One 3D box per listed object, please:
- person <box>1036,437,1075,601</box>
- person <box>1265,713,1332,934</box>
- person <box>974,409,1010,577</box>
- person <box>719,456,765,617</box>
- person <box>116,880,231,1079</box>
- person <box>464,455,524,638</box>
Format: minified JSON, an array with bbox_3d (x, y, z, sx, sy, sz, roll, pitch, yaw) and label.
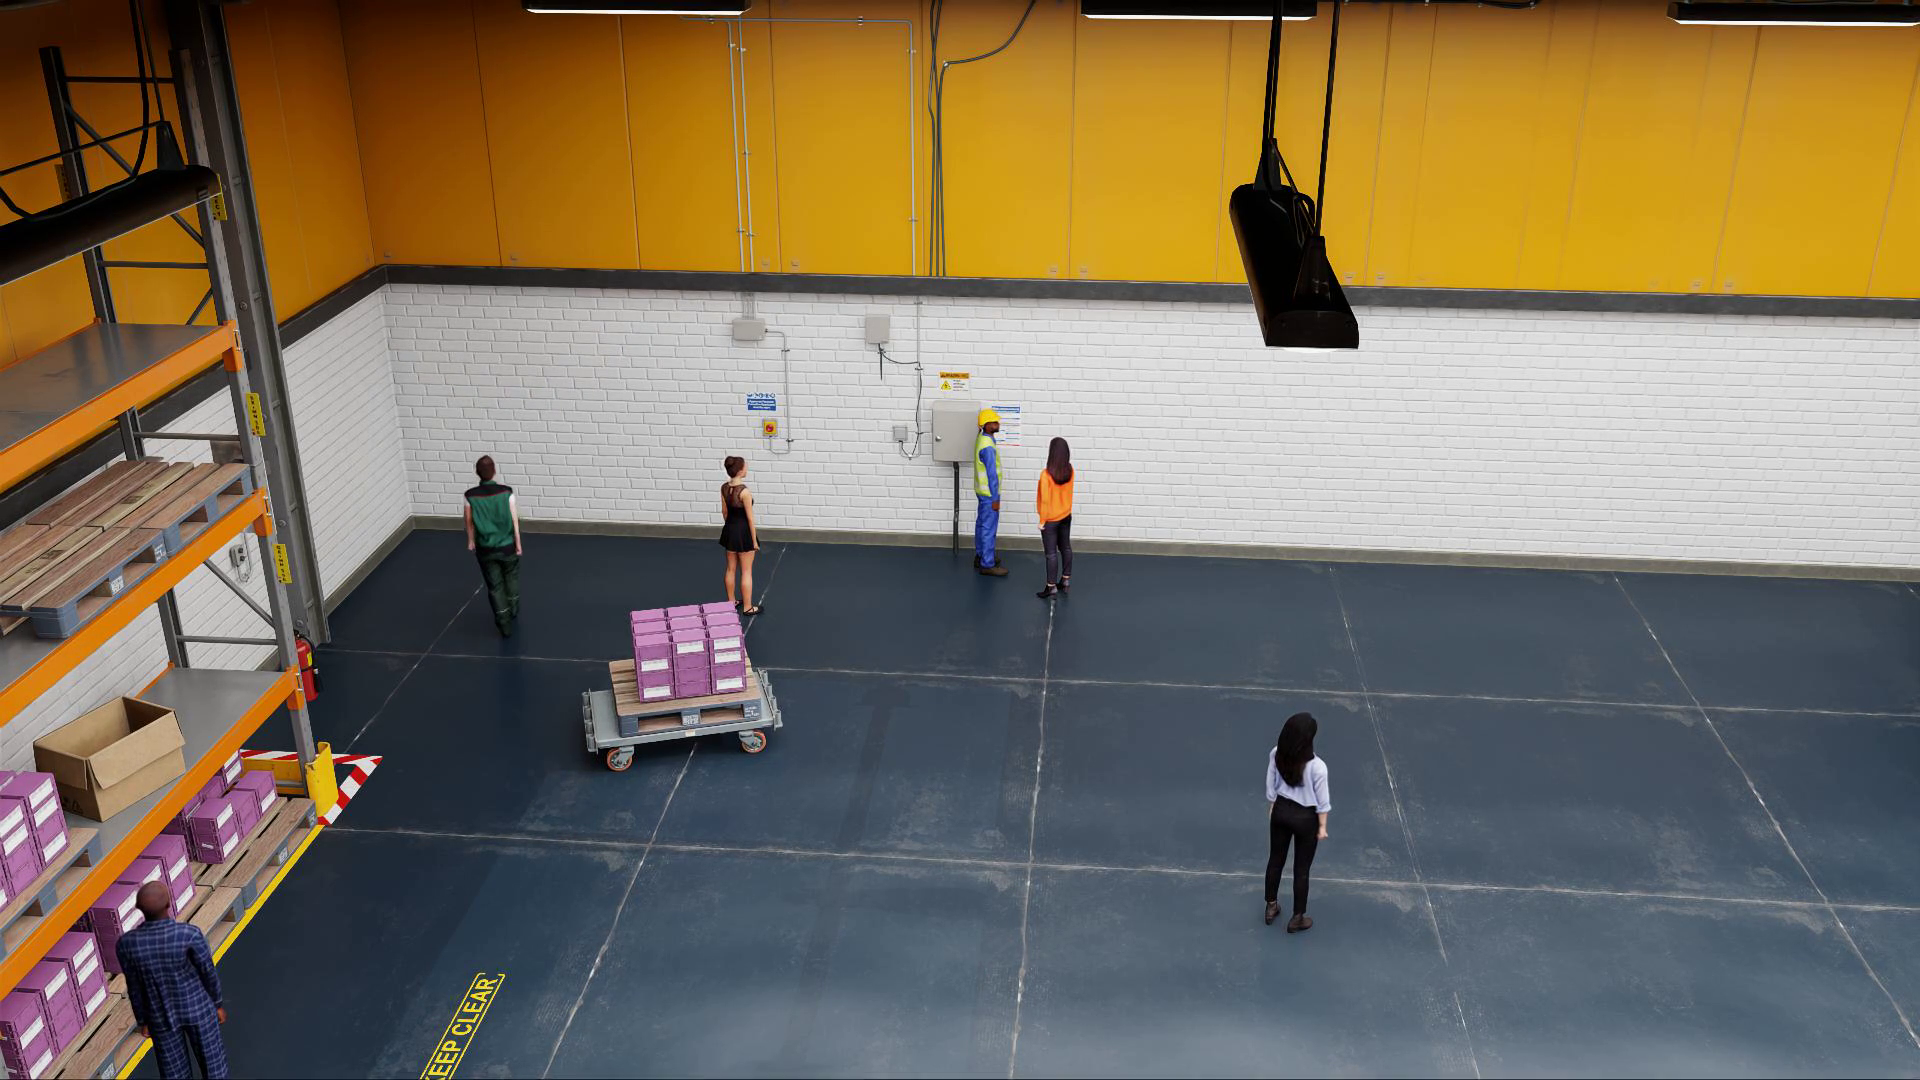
[{"bbox_3d":[0.987,-0.232,16.949,0.691,1.748,0.767,-21,31,-40],"label":"person"},{"bbox_3d":[2.380,2.002,11.845,0.732,1.744,0.750,18,29,35],"label":"person"},{"bbox_3d":[0.299,-0.525,17.540,0.777,1.813,0.608,-4,24,-8],"label":"person"},{"bbox_3d":[-2.215,-0.059,16.647,0.679,1.674,0.719,18,29,35],"label":"person"},{"bbox_3d":[-4.653,2.801,9.923,0.742,1.820,0.732,-7,25,-15],"label":"person"},{"bbox_3d":[-4.501,0.089,16.127,0.850,1.820,1.014,-6,24,-13],"label":"person"}]
